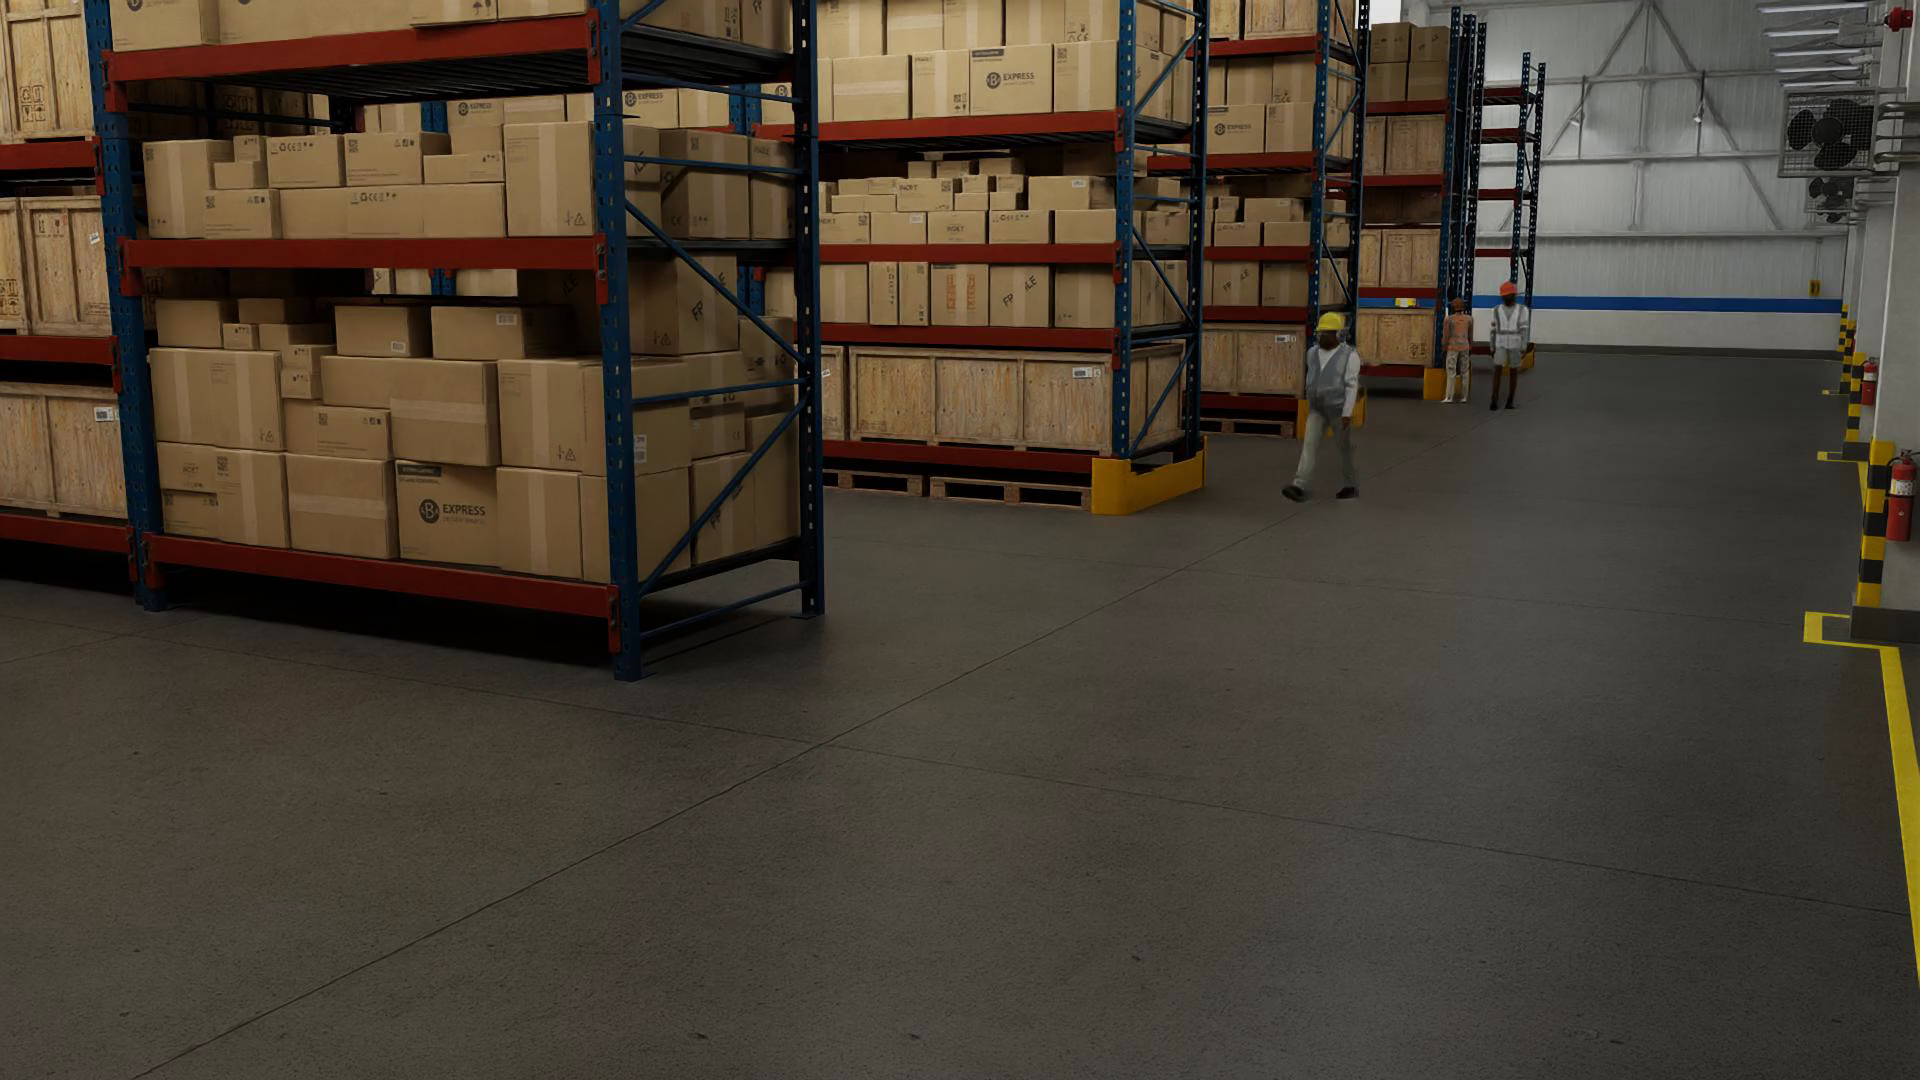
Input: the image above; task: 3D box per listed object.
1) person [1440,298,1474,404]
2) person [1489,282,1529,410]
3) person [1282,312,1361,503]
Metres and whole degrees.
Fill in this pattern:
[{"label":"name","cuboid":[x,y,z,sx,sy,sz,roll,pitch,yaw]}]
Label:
[{"label":"person","cuboid":[7.708,-2.929,25.791,0.514,1.640,0.310,-2,10,-9]},{"label":"person","cuboid":[8.109,-2.853,24.613,0.556,1.887,0.931,4,11,23]},{"label":"person","cuboid":[3.438,-1.236,15.589,0.958,1.778,0.616,-10,14,-44]}]
